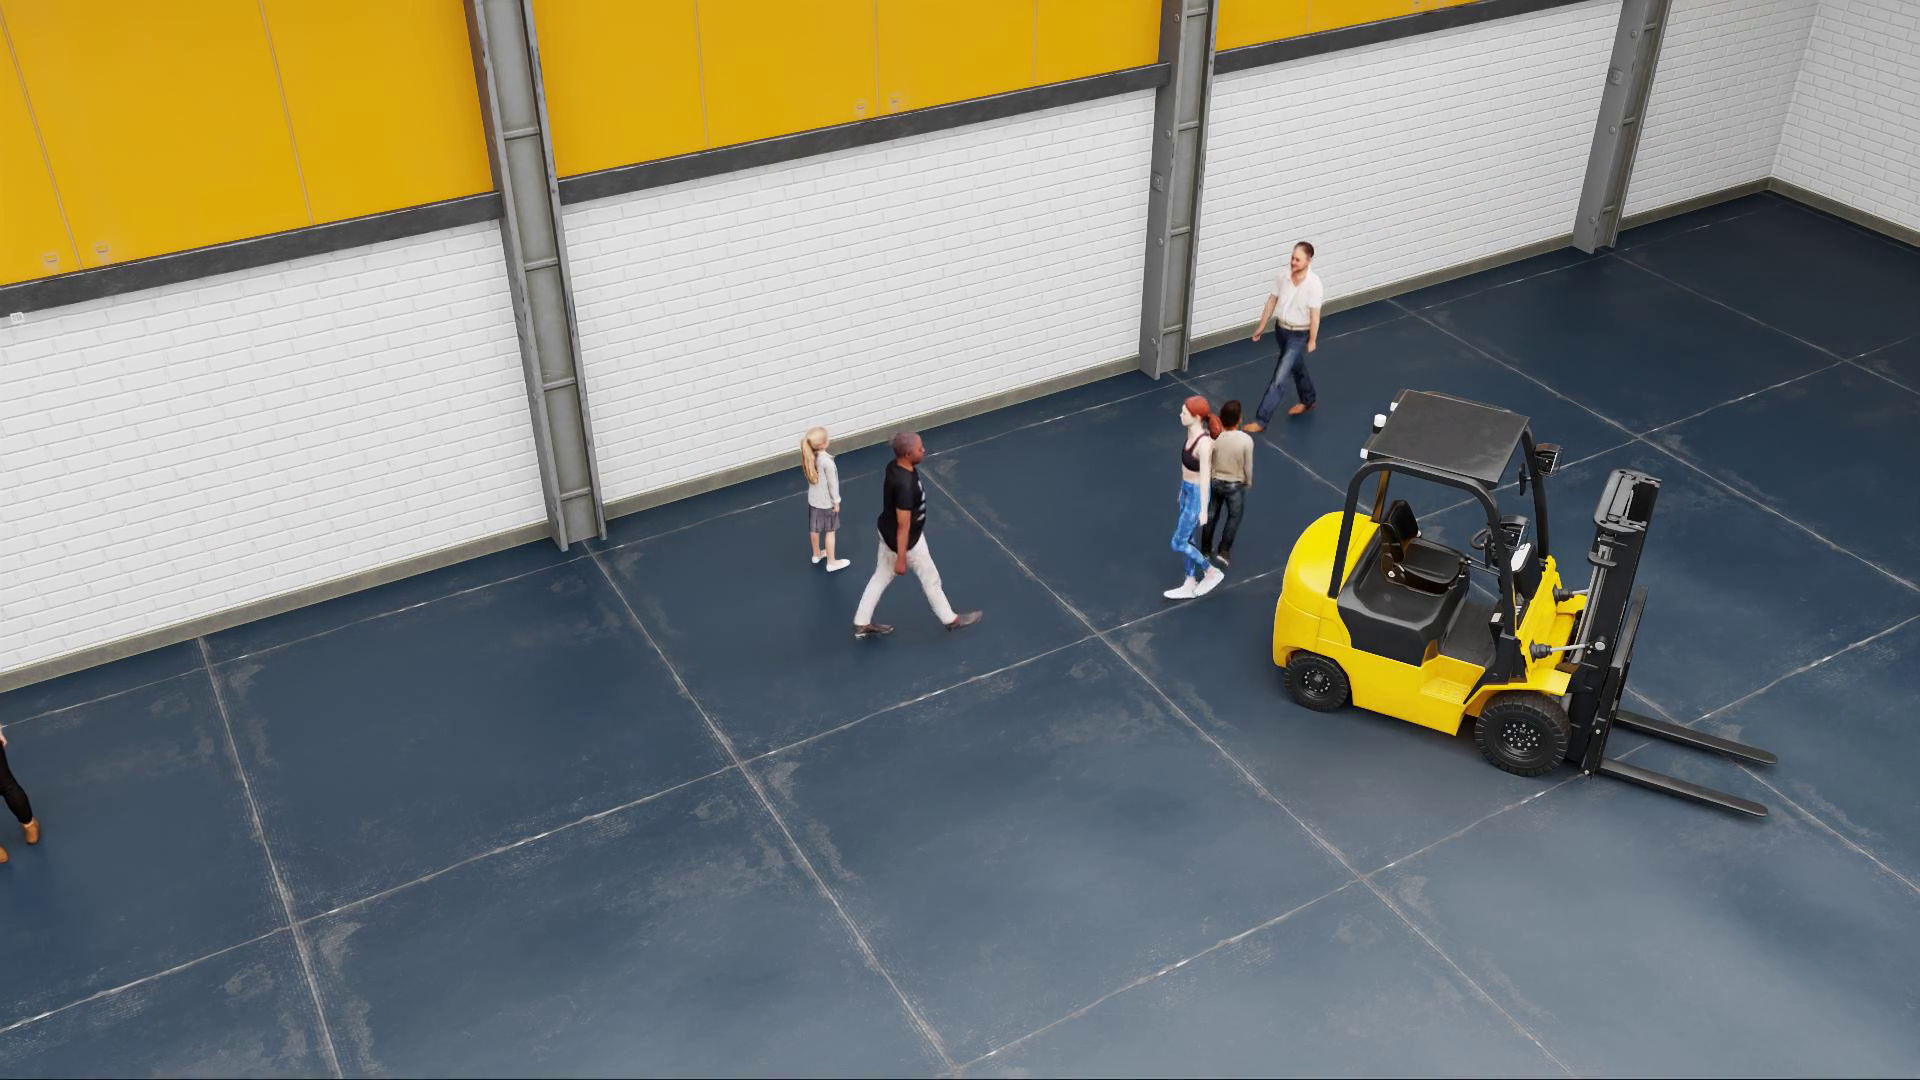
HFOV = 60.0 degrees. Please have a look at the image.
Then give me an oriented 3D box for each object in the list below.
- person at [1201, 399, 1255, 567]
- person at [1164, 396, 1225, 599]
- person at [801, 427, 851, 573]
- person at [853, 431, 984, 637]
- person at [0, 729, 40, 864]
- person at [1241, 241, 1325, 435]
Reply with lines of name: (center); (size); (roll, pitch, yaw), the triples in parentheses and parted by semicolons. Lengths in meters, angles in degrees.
person: (2.104, -0.411, 13.182); (0.729, 1.455, 0.796); (9, 35, 13)
person: (1.863, -0.287, 12.707); (0.808, 1.775, 0.738); (-6, 34, -8)
person: (-1.092, -0.344, 13.245); (0.576, 1.276, 0.553); (-28, 43, -35)
person: (-0.514, 0.023, 12.268); (1.298, 1.746, 0.926); (-7, 34, -11)
person: (-6.215, 1.281, 10.395); (0.722, 1.722, 0.566); (27, 42, 34)
person: (3.081, -1.873, 15.067); (1.233, 1.805, 0.740); (-21, 39, -28)
